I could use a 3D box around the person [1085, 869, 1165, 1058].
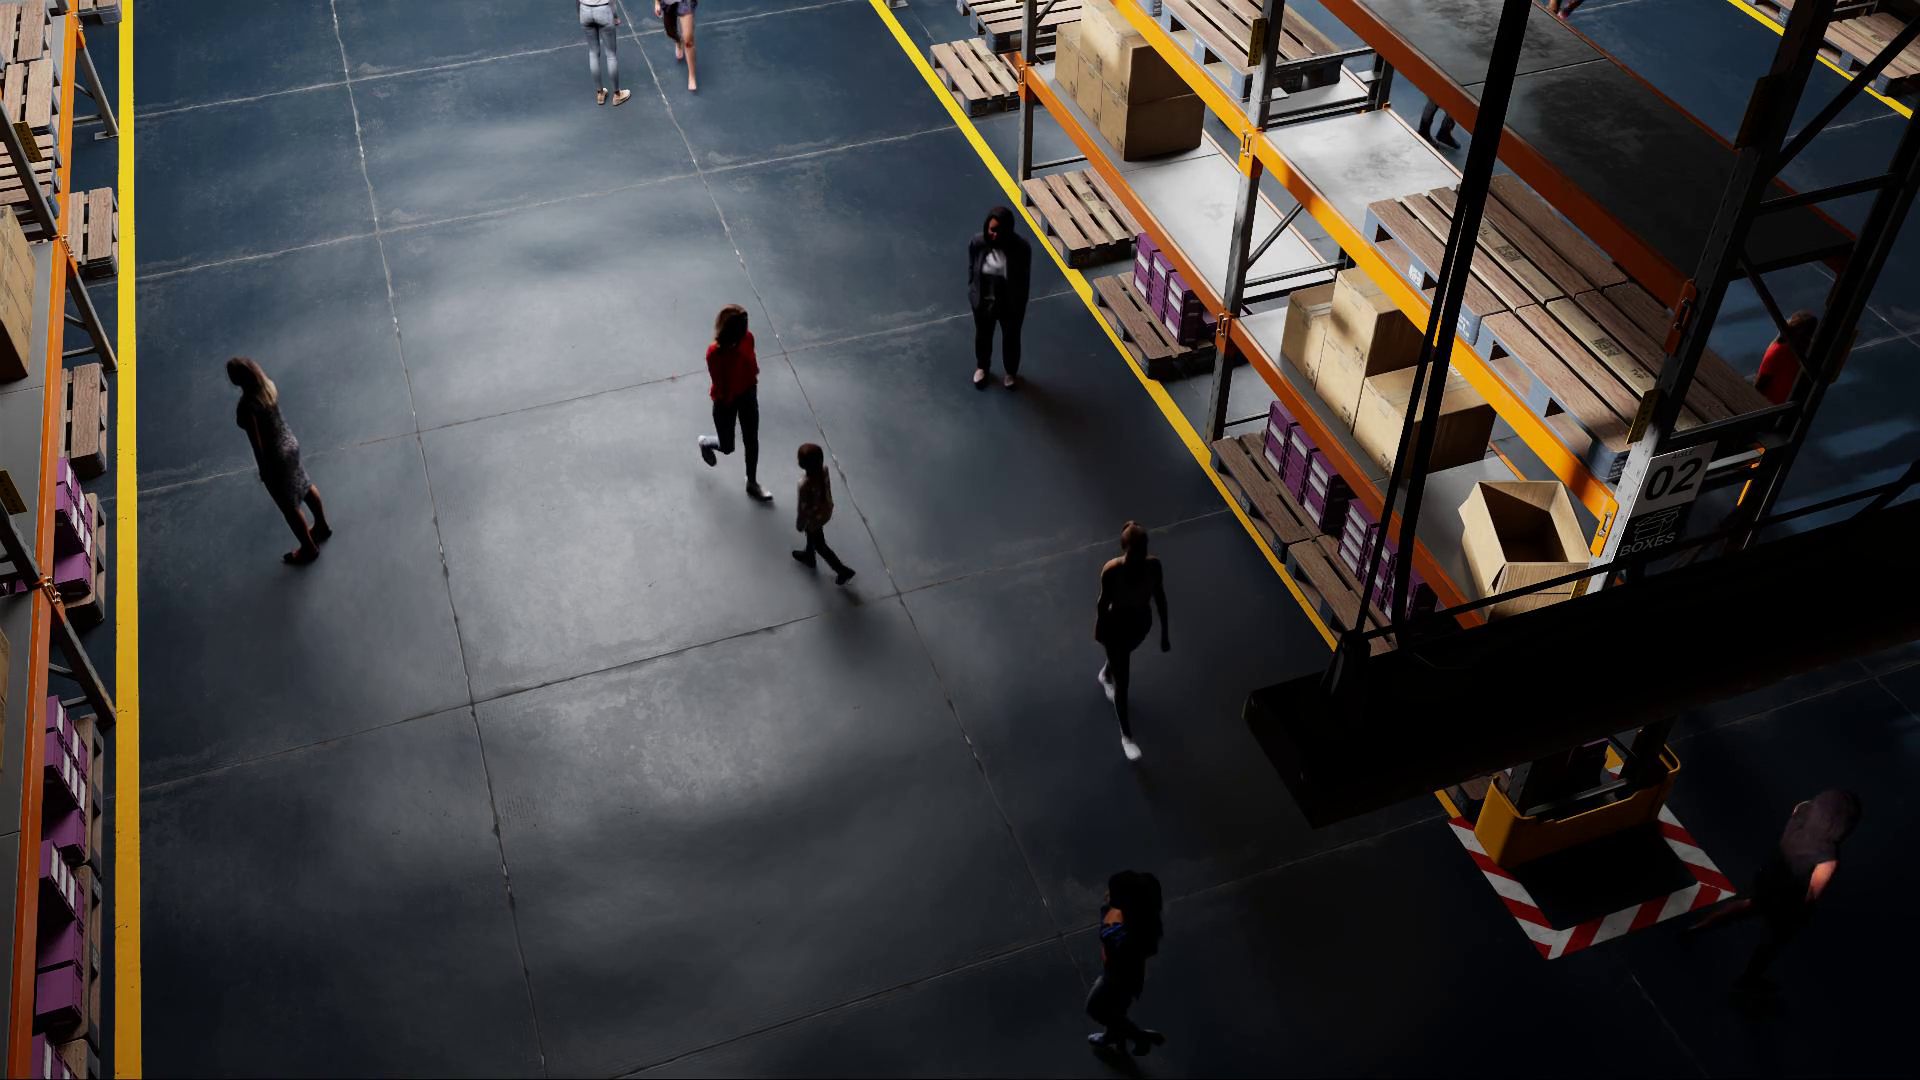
[{"bbox_3d":[0.908,2.240,8.703,0.824,1.610,0.756,7,44,7],"label":"person"}]

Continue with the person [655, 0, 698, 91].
[{"bbox_3d":[-2.850,-5.459,16.736,0.815,1.677,1.132,-2,44,-2],"label":"person"}]

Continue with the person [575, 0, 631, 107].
[{"bbox_3d":[-3.555,-5.127,16.303,0.668,1.795,0.678,7,44,8],"label":"person"}]

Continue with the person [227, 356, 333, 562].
[{"bbox_3d":[-4.740,-0.580,11.598,0.693,1.700,0.580,6,44,6],"label":"person"}]

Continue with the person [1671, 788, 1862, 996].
[{"bbox_3d":[4.359,1.905,8.971,0.840,1.726,0.902,0,44,0],"label":"person"}]

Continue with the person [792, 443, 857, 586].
[{"bbox_3d":[-0.966,-0.170,11.545,0.878,1.179,0.774,23,48,22],"label":"person"}]

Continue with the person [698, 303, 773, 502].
[{"bbox_3d":[-1.682,-1.019,12.062,1.020,1.696,0.868,33,53,30],"label":"person"}]

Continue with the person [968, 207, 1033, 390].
[{"bbox_3d":[0.310,-1.904,13.064,0.774,1.595,0.806,6,44,6],"label":"person"}]

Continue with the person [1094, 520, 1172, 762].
[{"bbox_3d":[1.030,0.493,10.500,0.628,1.661,1.078,-12,45,-12],"label":"person"}]
